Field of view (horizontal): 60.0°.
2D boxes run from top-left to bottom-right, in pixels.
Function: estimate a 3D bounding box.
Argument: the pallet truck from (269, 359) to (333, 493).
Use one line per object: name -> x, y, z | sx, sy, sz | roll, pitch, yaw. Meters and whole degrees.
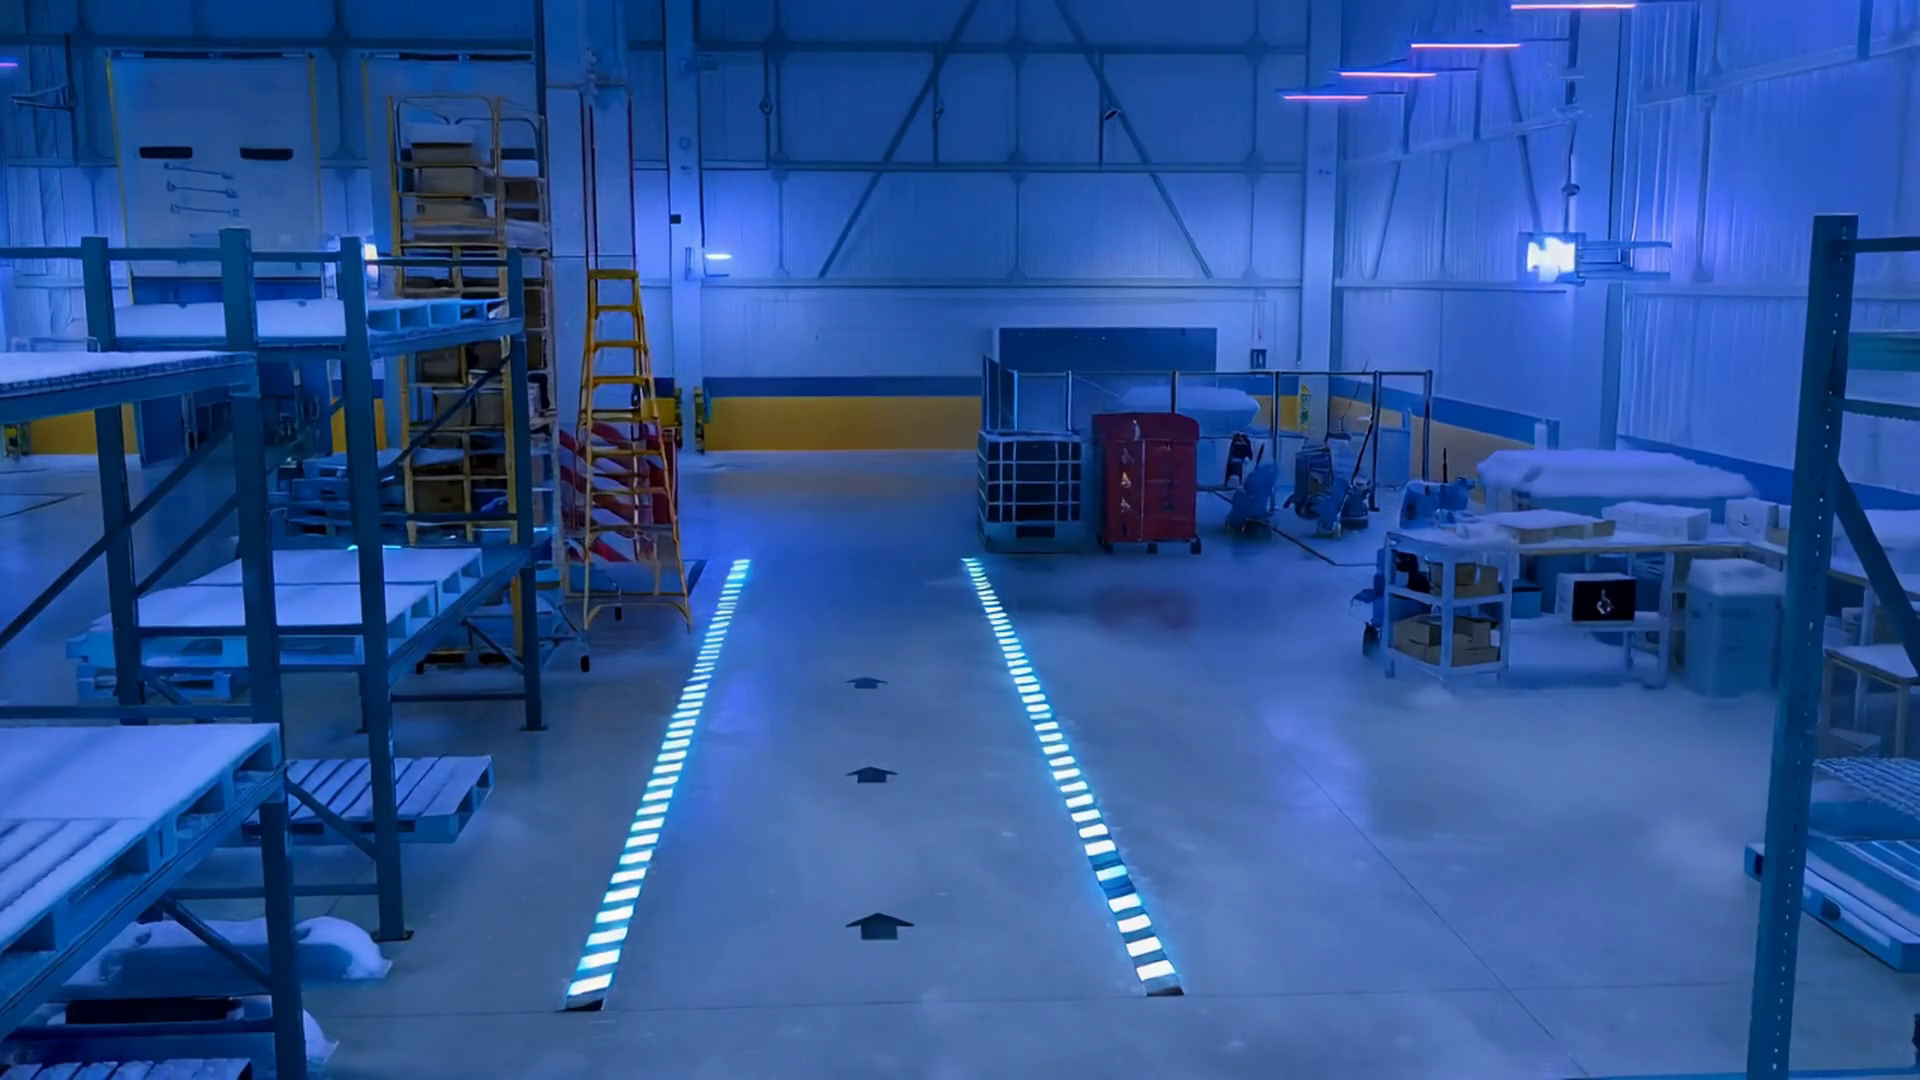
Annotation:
pallet truck -> -7.062, -1.131, 18.996 | 1.885, 1.965, 0.823 | 2, 9, 13
